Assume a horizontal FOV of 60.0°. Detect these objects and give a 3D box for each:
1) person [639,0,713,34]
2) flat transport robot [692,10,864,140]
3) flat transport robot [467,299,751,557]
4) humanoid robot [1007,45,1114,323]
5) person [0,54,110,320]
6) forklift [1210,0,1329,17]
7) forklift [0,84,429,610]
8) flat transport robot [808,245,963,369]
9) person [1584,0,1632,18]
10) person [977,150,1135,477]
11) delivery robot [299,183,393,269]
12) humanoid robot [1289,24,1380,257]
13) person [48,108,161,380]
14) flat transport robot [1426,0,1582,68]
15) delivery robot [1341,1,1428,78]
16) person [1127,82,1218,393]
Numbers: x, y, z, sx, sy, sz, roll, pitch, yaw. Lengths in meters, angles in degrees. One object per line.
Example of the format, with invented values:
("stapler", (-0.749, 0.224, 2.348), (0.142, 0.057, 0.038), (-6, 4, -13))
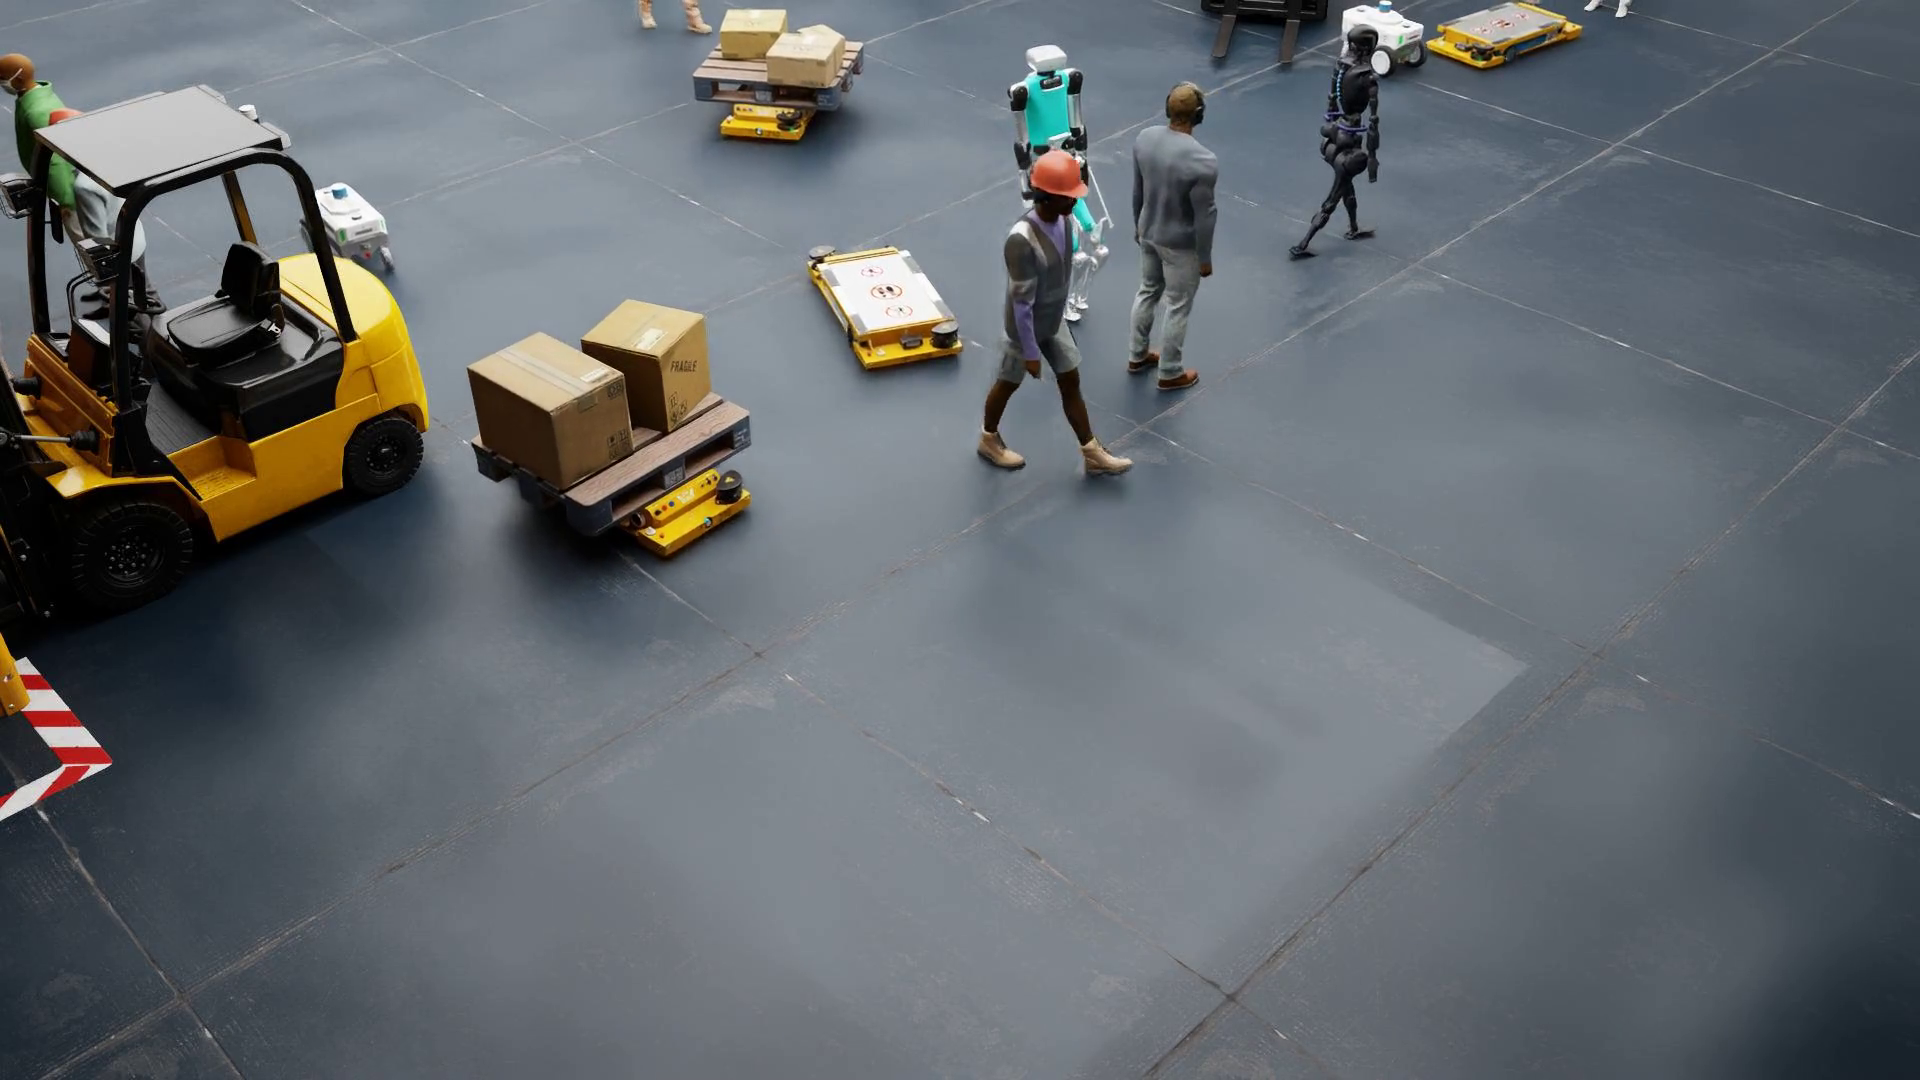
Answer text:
("person", (-2.719, -5.509, 15.144), (0.792, 1.736, 0.541), (24, 43, 29))
("flat transport robot", (-1.499, -3.746, 14.012), (0.659, 0.231, 1.431), (7, 37, 9))
("flat transport robot", (-1.937, -0.387, 9.514), (1.431, 0.231, 0.659), (27, 44, 31))
("humanoid robot", (0.715, -2.235, 10.757), (0.560, 1.753, 0.854), (-20, 41, -25))
("person", (-5.822, -2.296, 10.818), (0.393, 1.778, 0.534), (-17, 40, -21))
("forklift", (3.106, -6.400, 15.960), (1.214, 2.155, 2.313), (8, 37, 10))
("forklift", (-4.145, -1.093, 8.856), (2.313, 2.155, 1.214), (-31, 47, -34))
("flat transport robot", (-0.523, -1.602, 11.142), (0.659, 0.231, 1.431), (-12, 38, -15))
("person", (6.227, -5.728, 15.527), (0.517, 1.632, 0.315), (25, 43, 29))
("person", (0.509, -1.175, 9.130), (1.008, 1.990, 0.637), (23, 42, 27))
("delivery robot", (-4.337, -2.229, 11.751), (0.499, 0.605, 0.781), (-25, 43, -29))
("humanoid robot", (2.700, -2.779, 11.578), (0.785, 1.623, 0.602), (-13, 39, -17))
("person", (-5.186, -1.802, 10.180), (0.352, 1.740, 0.571), (-4, 37, -5))
("flat transport robot", (4.979, -4.629, 15.193), (1.431, 0.231, 0.659), (-25, 43, -29))
("delivery robot", (3.745, -4.442, 14.718), (0.515, 0.612, 0.783), (-25, 44, -30))
("person", (1.268, -1.816, 10.044), (0.366, 1.925, 0.644), (-25, 44, -30))
